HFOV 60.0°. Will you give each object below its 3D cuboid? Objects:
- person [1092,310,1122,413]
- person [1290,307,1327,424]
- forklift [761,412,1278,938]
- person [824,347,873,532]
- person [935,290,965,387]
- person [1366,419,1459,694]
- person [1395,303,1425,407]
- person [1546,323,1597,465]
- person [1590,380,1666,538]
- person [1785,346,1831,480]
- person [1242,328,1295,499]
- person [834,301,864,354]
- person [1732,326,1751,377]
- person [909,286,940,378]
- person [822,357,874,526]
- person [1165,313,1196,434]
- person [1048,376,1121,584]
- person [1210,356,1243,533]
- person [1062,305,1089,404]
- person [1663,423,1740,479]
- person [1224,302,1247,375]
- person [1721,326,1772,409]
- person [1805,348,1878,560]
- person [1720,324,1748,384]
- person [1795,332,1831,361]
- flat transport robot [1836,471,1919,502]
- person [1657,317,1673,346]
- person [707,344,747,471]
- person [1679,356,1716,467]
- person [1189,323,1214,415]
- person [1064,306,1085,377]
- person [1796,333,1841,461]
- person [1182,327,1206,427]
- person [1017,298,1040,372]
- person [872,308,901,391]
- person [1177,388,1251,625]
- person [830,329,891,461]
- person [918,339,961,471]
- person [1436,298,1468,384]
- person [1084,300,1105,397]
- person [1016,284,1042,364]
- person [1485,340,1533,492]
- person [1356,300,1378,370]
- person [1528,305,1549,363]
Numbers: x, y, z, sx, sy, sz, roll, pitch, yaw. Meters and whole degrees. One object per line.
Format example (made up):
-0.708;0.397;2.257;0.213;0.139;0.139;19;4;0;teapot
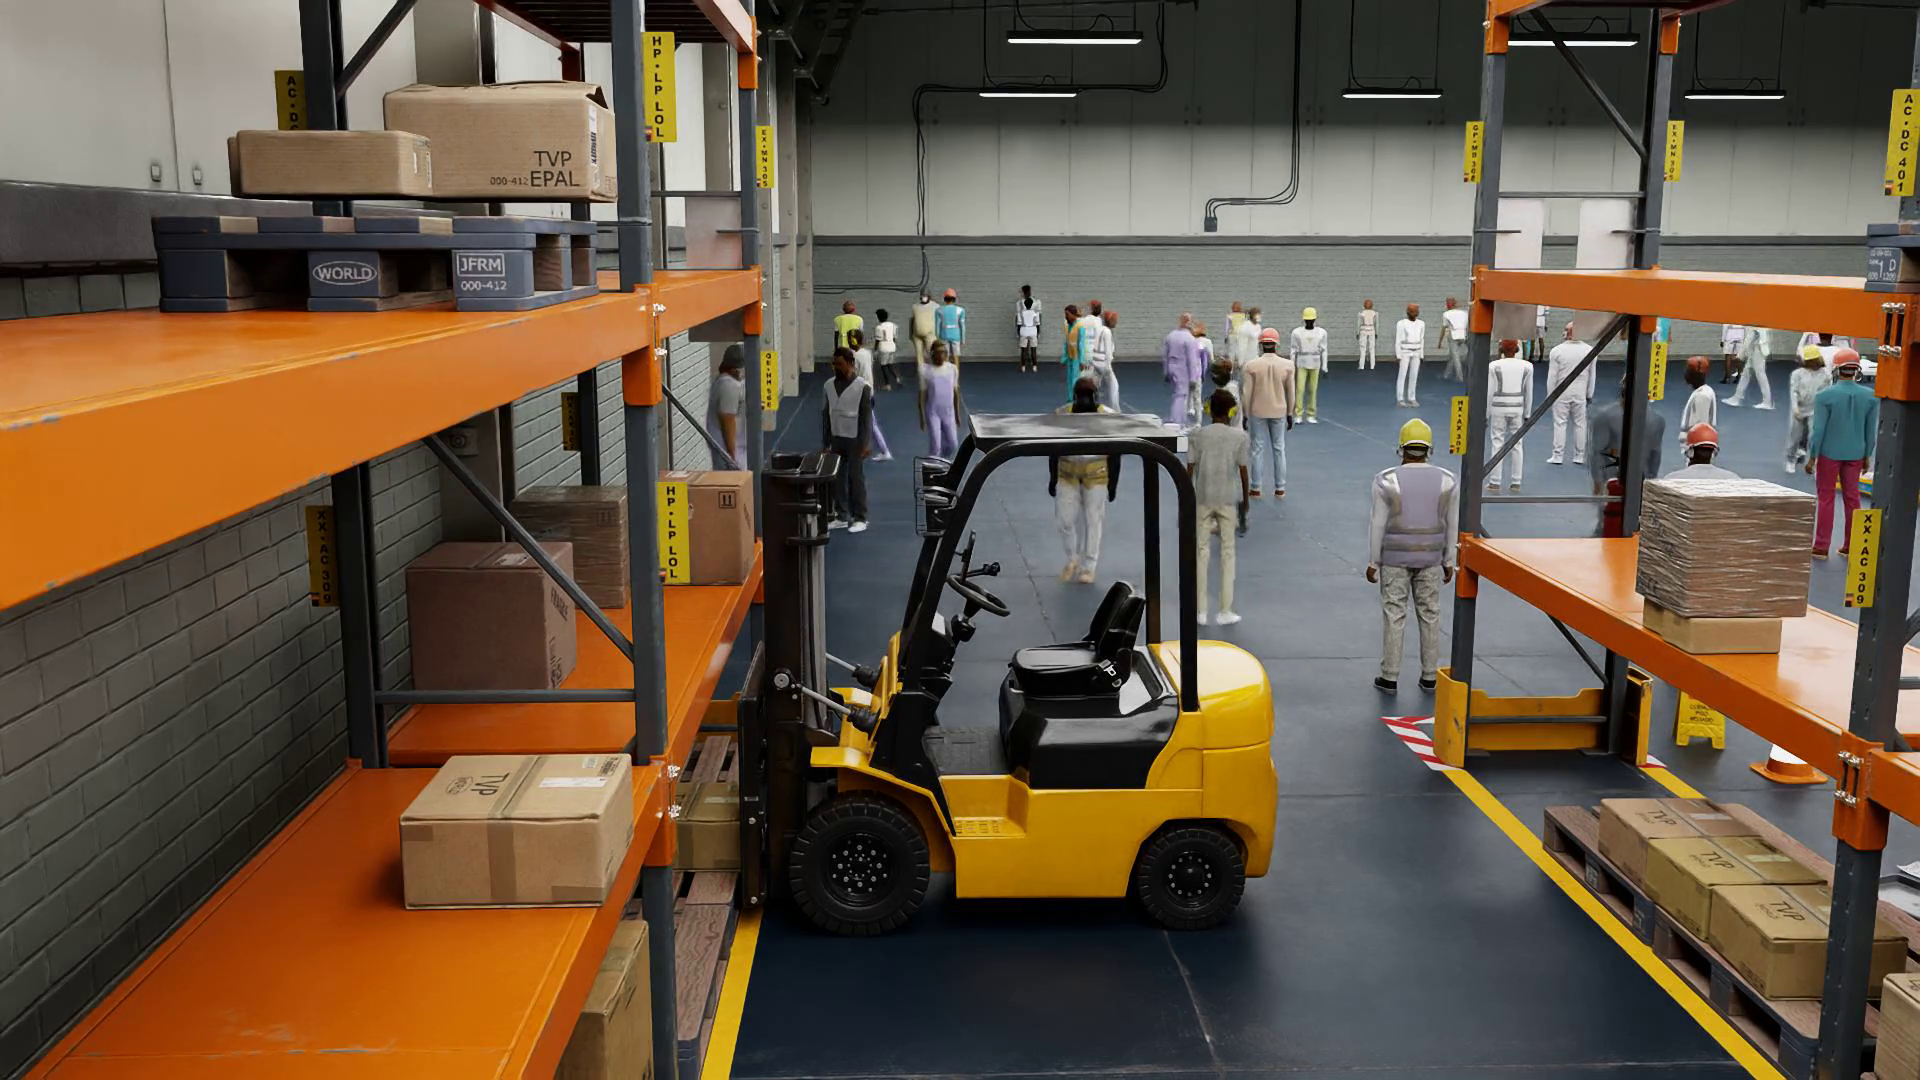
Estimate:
2.472;-2.907;27.809;0.874;1.839;0.659;-1;10;-8;person
5.734;-2.866;27.355;0.594;1.922;0.386;1;10;4;person
0.291;0.548;7.580;2.313;2.155;1.214;0;10;-2;forklift
-1.158;-1.041;17.207;0.597;1.914;0.372;7;13;36;person
-0.205;-4.121;34.146;0.623;2.010;0.586;-1;10;-3;person
2.981;0.113;11.014;0.600;1.829;0.404;0;10;-2;person
8.162;-3.355;30.187;0.584;1.883;0.339;-3;11;-18;person
8.192;-1.964;22.375;0.651;1.906;0.402;0;10;-2;person
5.744;-0.520;14.401;0.635;1.896;1.026;1;10;7;person
10.820;-1.638;21.205;0.474;1.672;0.908;3;11;17;person
3.585;-1.471;19.386;0.623;1.990;0.391;0;10;-2;person
-2.164;-3.730;32.380;0.572;1.843;0.373;0;10;-2;person
17.416;-4.554;36.909;0.535;1.868;0.309;0;10;-2;person
-0.790;-4.555;36.434;0.699;2.000;0.535;3;11;18;person
-1.238;-1.099;17.789;0.513;1.830;0.937;-8;13;-38;person
3.457;-2.596;25.958;0.422;1.902;0.677;-5;11;-26;person
1.069;-0.509;14.489;0.660;1.825;0.540;3;11;16;person
2.728;-0.981;17.123;0.375;1.827;0.563;1;10;3;person
1.991;-3.114;28.782;0.455;1.904;0.604;-3;11;-19;person
5.072;0.065;11.501;0.573;1.749;0.342;0;10;-2;person
6.193;-4.517;37.343;0.523;1.638;0.310;0;10;-2;person
14.197;-3.300;29.911;0.948;1.867;0.589;6;12;30;person
8.288;-0.808;15.688;0.623;1.992;0.396;0;10;-2;person
16.267;-4.243;34.987;0.552;1.934;0.373;0;10;-2;person
16.540;-3.565;32.196;0.580;1.584;0.885;2;10;12;person
10.906;-0.643;19.572;0.652;0.197;1.431;-1;10;-5;flat transport robot
15.240;-4.382;36.075;0.506;1.832;0.414;-7;12;-34;person
-2.219;-0.945;16.327;0.535;2.000;0.859;-2;10;-14;person
7.220;-0.862;16.303;0.338;1.882;0.593;5;11;25;person
4.149;-2.975;28.890;0.498;1.588;0.839;8;13;36;person
2.462;-4.161;35.375;0.507;1.631;0.266;0;10;-2;person
11.580;-1.961;22.446;0.676;1.900;0.447;7;12;34;person
3.686;-2.598;26.662;0.523;1.636;0.310;0;10;-2;person
1.573;-4.717;38.298;0.540;1.695;0.317;0;10;-2;person
-1.504;-3.810;33.346;0.371;1.665;0.566;7;12;35;person
1.994;-0.251;13.026;0.581;1.849;0.417;2;10;13;person
-1.397;-1.979;22.757;1.031;1.801;0.523;3;11;19;person
-0.250;-1.505;20.015;0.532;1.836;0.452;-4;11;-21;person
10.411;-4.237;35.329;0.579;1.792;0.916;-6;12;-32;person
2.641;-3.686;32.078;0.685;1.860;0.585;5;11;26;person
1.687;-5.277;40.705;0.634;1.953;0.395;0;10;-3;person
6.541;-1.507;19.894;0.585;1.881;0.337;0;10;-2;person
9.521;-4.795;38.892;0.523;1.638;0.310;0;10;-2;person
14.190;-5.312;40.943;0.552;1.934;0.373;0;10;-2;person
